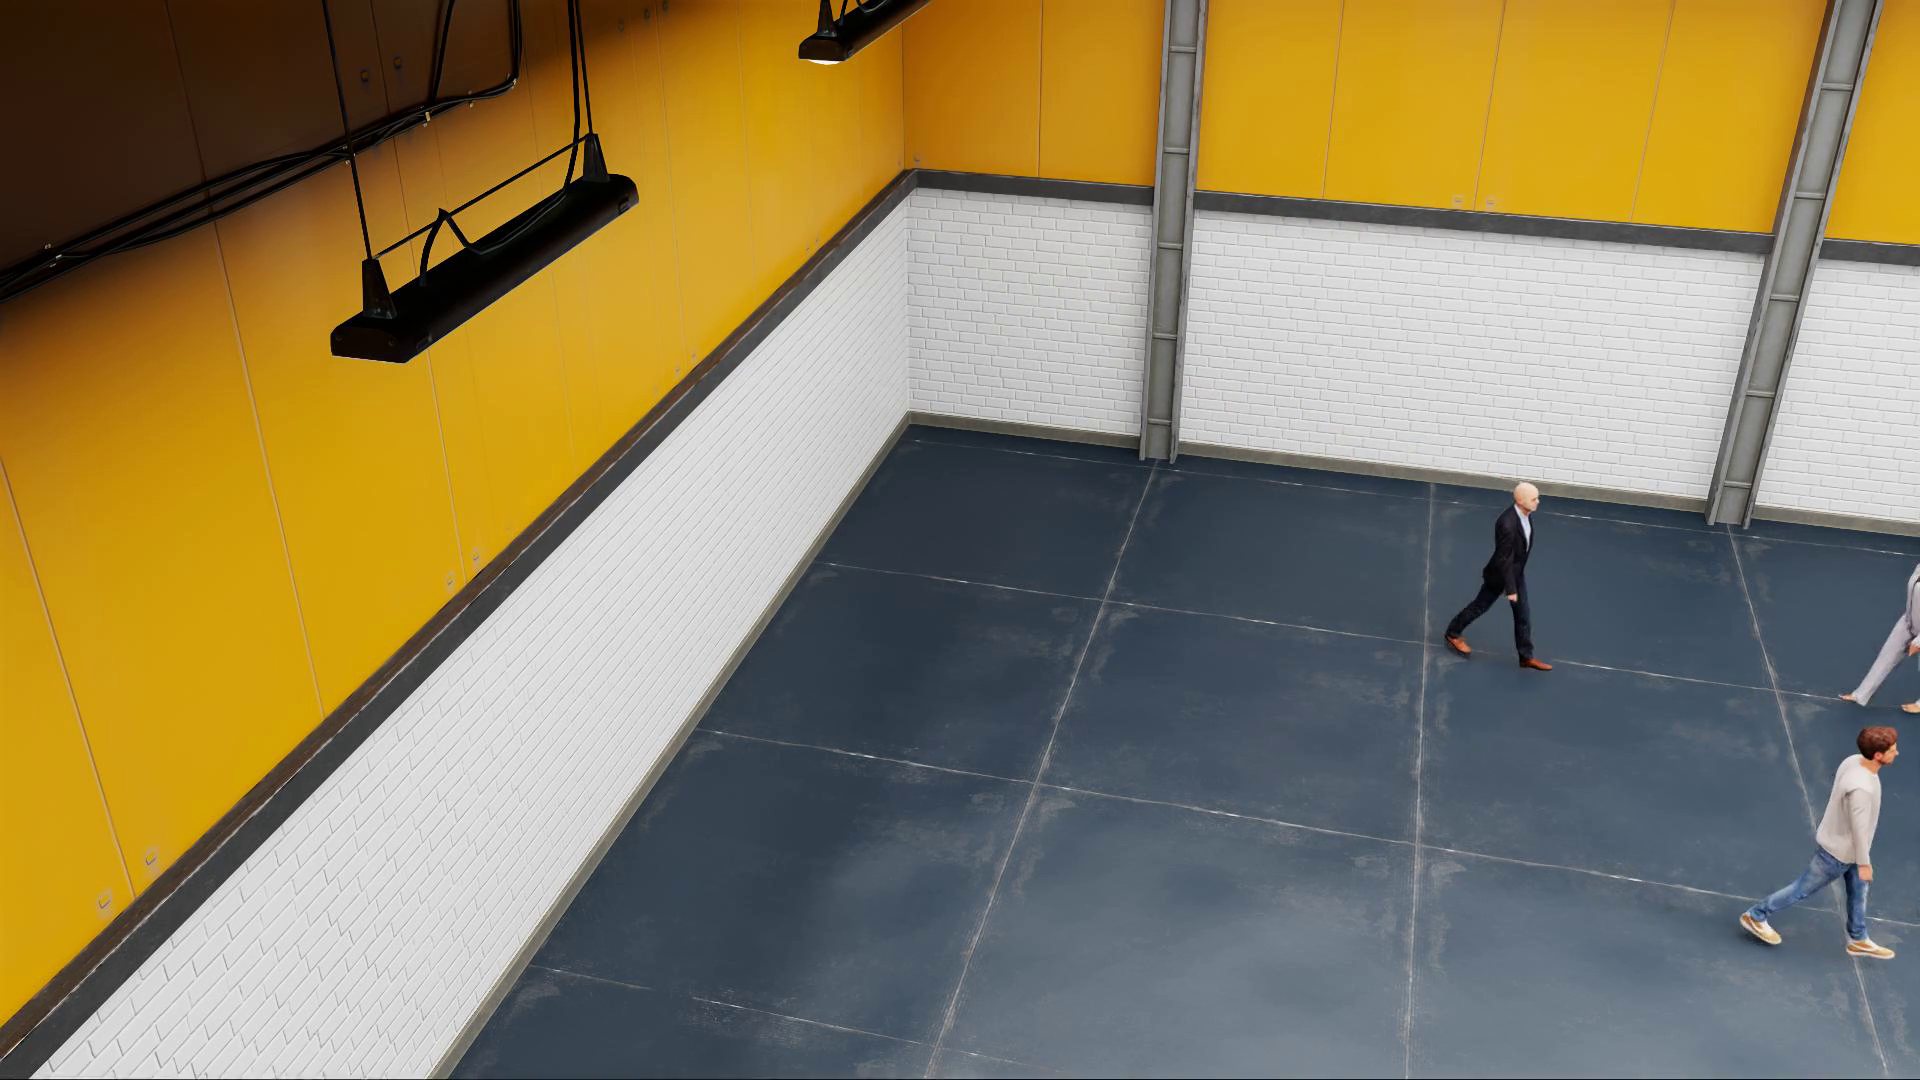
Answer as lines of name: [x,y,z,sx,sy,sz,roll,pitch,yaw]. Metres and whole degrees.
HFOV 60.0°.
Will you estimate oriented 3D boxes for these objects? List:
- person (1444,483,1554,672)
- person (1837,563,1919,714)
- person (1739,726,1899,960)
person: [4.725,0.296,14.681,1.319,1.762,1.072,24,37,37]
person: [8.142,0.743,13.938,1.165,1.688,0.878,-2,29,-3]
person: [5.901,2.071,11.326,1.288,1.858,0.873,15,32,25]
